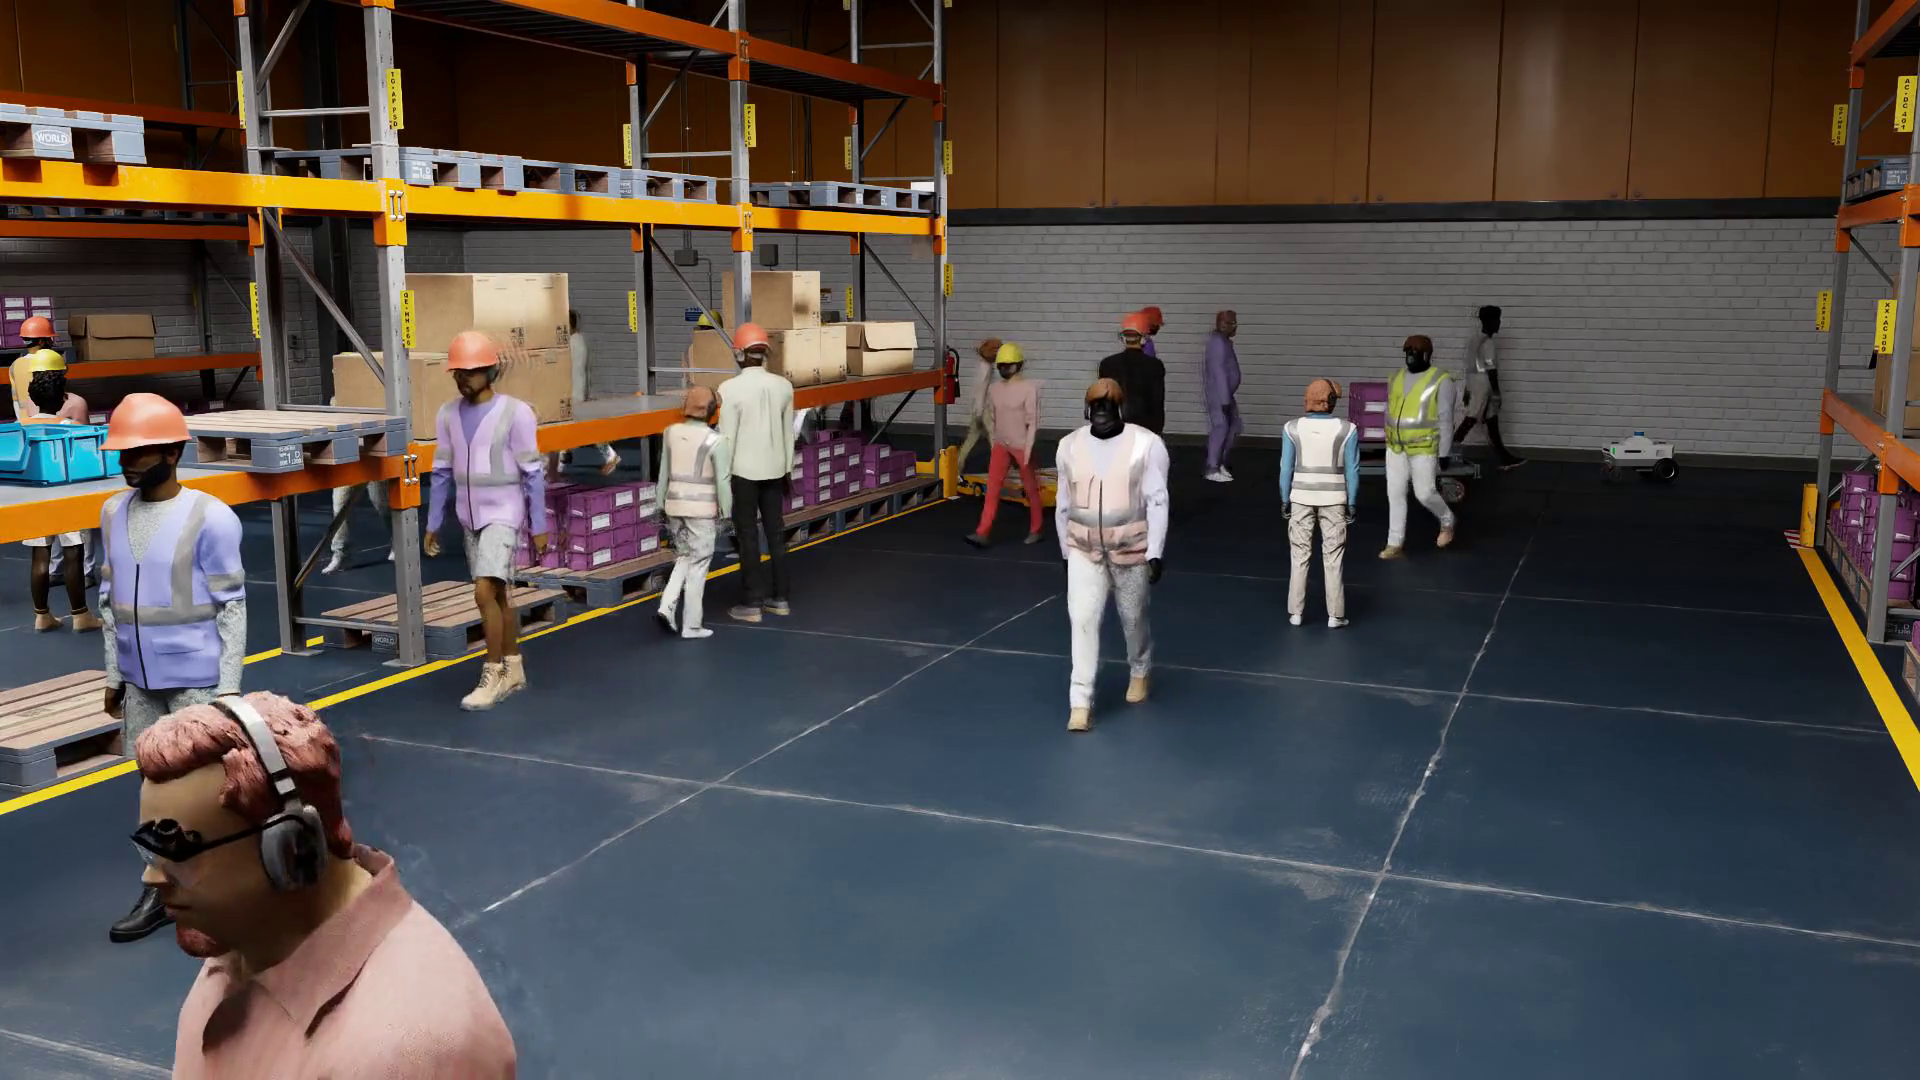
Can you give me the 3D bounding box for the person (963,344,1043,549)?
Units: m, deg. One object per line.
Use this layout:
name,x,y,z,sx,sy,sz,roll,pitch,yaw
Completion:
person,0.408,-0.771,13.897,0.546,1.714,0.938,7,12,36

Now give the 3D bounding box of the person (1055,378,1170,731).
person,0.801,0.044,8.747,0.637,1.803,0.971,3,10,17

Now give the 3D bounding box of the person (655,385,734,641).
person,-1.669,-0.165,10.476,0.551,1.622,0.360,6,11,32

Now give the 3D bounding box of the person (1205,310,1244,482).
person,2.901,-1.572,18.228,0.446,1.887,0.669,2,10,11

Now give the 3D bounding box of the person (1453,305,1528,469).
person,6.067,-1.746,19.211,1.032,1.909,0.618,0,9,2

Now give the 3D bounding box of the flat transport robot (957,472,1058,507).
flat transport robot,0.622,-0.525,16.773,0.652,0.197,1.431,-6,11,-33

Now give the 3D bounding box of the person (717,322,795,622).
person,-1.381,-0.458,11.155,0.619,1.992,0.395,-9,13,-43

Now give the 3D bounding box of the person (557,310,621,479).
person,-4.250,-1.621,18.487,0.931,1.907,0.637,-8,12,-40

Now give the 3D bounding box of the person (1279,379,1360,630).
person,2.340,-0.230,10.857,0.516,1.636,0.314,4,10,23

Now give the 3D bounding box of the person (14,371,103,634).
person,-5.828,-0.238,10.721,0.539,1.695,0.318,1,9,6

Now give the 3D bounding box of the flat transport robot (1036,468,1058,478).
flat transport robot,1.343,-0.653,17.549,1.431,0.197,0.652,-6,11,-32

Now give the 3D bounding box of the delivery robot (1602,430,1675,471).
delivery robot,7.450,-0.962,18.279,0.707,0.478,0.477,0,9,0

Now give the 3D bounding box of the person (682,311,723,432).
person,-2.494,-1.321,16.607,0.587,1.922,0.383,5,11,28

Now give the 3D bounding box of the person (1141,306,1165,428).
person,2.056,-1.713,19.032,0.553,1.910,0.570,-1,9,-4

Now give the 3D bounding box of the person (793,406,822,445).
person,-1.843,-1.554,18.297,0.947,1.820,0.545,-9,13,-42

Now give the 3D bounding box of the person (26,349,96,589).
person,-6.576,-0.504,12.126,0.523,1.769,0.319,2,10,12

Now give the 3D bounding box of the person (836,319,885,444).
person,-1.112,-1.534,18.331,0.965,1.797,0.535,-3,10,-18

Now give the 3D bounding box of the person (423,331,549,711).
person,-2.594,-0.099,8.907,0.630,2.013,0.761,5,10,26

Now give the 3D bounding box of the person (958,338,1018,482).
person,0.314,-1.395,18.064,0.869,1.577,0.514,0,9,-1

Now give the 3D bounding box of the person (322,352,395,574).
person,-4.707,-0.635,13.082,0.486,1.707,0.868,2,10,13

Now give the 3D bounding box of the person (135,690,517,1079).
person,-0.690,1.089,2.160,0.671,1.875,0.822,9,13,44

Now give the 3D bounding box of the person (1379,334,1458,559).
person,3.742,-0.760,13.520,0.733,1.822,0.631,-8,12,-39

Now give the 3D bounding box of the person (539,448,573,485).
person,-3.415,-0.776,13.400,0.673,1.891,0.435,3,10,19

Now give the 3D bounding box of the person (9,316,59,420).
person,-7.821,-0.935,14.217,0.542,1.938,0.358,5,10,25

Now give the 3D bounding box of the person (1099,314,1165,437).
person,1.493,-0.944,14.198,0.637,1.948,0.960,4,10,25

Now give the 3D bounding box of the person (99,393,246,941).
person,-2.746,0.457,5.780,0.543,1.939,0.370,2,10,15
